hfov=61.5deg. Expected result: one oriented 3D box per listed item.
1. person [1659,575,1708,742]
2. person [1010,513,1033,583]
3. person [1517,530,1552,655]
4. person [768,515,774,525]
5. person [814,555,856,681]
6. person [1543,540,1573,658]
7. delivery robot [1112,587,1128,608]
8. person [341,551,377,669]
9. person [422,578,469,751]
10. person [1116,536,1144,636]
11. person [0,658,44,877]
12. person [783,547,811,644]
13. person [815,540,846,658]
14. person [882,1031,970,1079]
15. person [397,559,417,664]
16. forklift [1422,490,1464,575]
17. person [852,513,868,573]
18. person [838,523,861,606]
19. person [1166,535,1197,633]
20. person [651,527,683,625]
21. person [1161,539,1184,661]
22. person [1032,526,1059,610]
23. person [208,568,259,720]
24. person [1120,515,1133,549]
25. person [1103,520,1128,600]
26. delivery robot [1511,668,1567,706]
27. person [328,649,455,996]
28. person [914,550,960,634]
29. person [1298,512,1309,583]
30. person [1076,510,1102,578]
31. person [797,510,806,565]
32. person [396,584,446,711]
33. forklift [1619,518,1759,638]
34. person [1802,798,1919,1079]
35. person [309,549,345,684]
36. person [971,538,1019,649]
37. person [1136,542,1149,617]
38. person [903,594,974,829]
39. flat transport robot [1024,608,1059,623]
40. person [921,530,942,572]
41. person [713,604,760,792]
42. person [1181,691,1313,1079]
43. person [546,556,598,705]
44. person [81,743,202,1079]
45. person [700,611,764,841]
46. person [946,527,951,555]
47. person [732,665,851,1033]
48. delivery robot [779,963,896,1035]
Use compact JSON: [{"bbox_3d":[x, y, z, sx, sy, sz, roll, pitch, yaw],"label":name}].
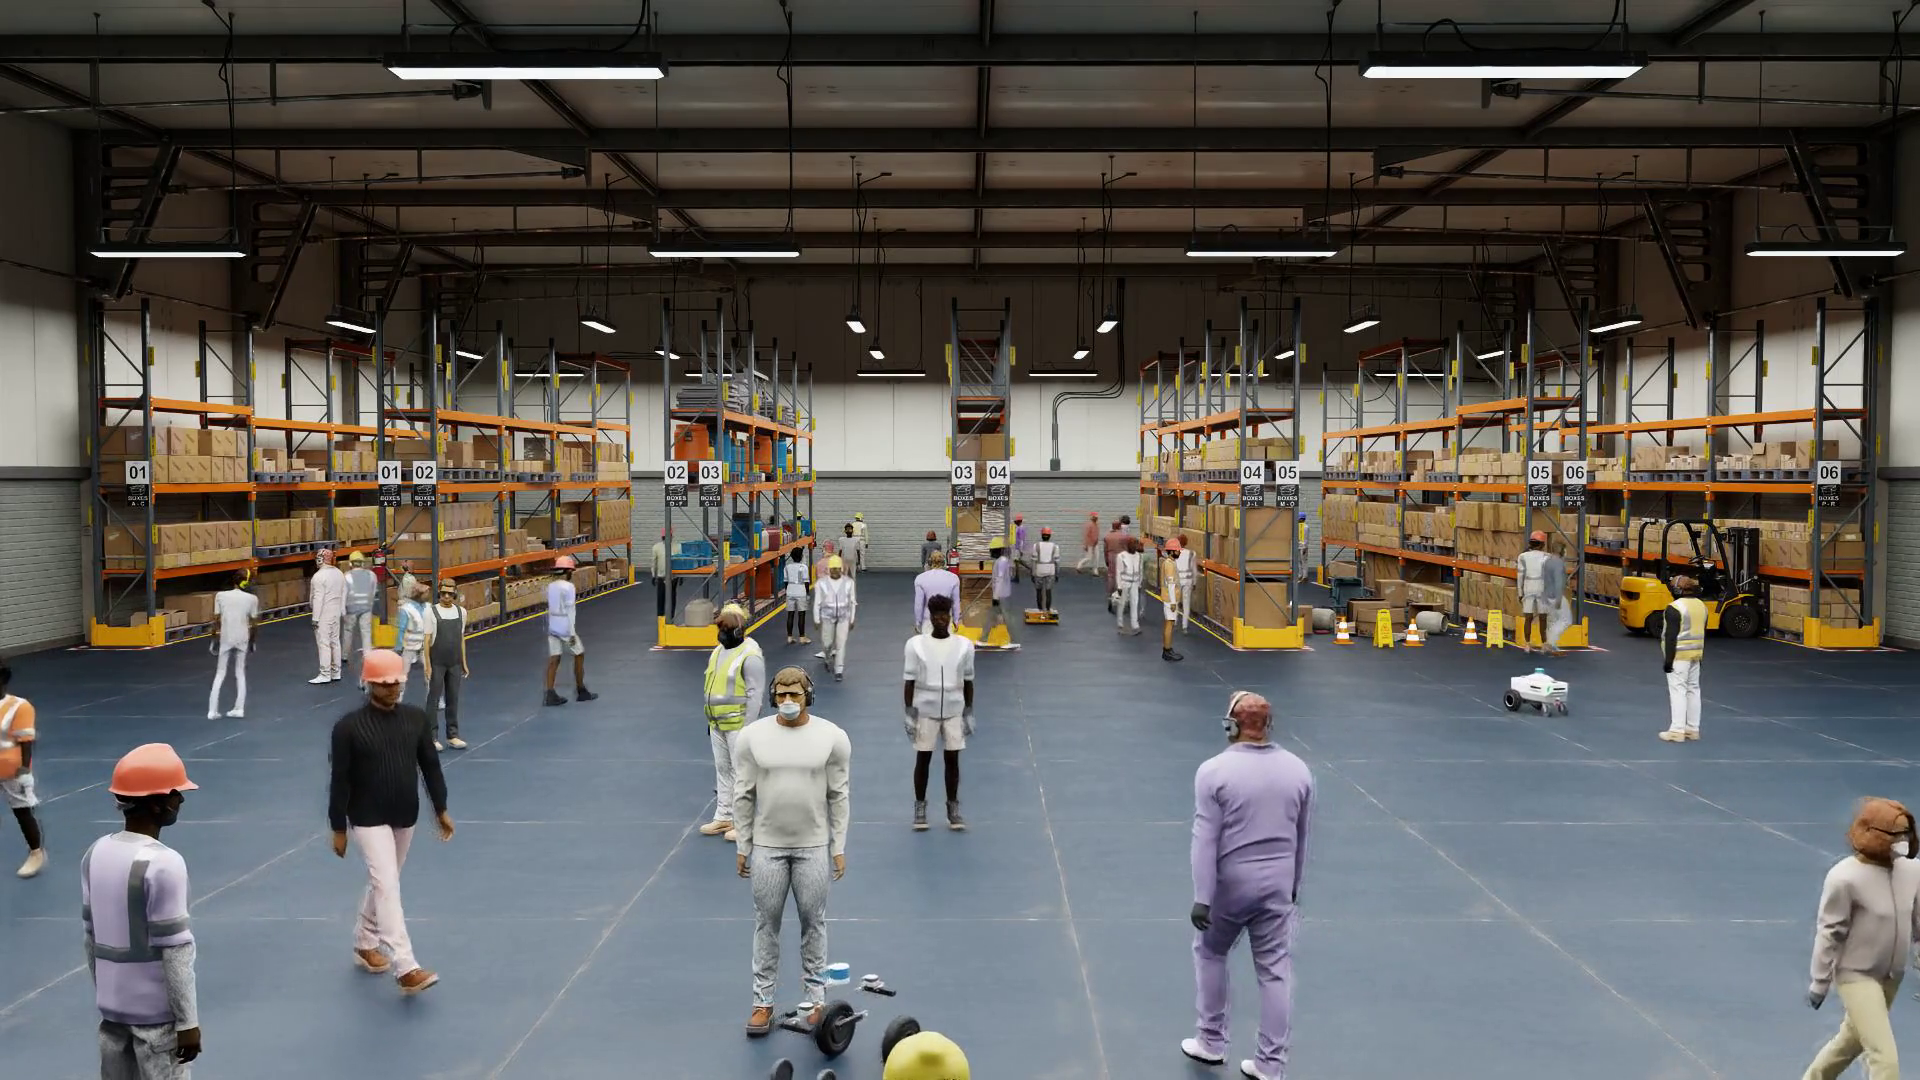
[{"bbox_3d":[8.052,1.312,18.000,0.621,1.836,0.430,-1,3,-33],"label":"person"},{"bbox_3d":[1.729,0.211,44.508,0.691,1.923,0.548,0,2,3],"label":"person"},{"bbox_3d":[9.515,0.862,26.640,0.607,2.045,0.390,2,3,39],"label":"person"},{"bbox_3d":[-5.251,0.243,44.405,0.886,1.876,0.611,-2,3,-43],"label":"person"},{"bbox_3d":[-1.812,1.111,23.339,0.593,1.809,0.625,0,2,-8],"label":"person"},{"bbox_3d":[9.634,0.954,26.036,0.430,1.906,0.684,0,2,2],"label":"person"},{"bbox_3d":[3.425,1.254,34.624,0.477,0.478,0.707,0,2,6],"label":"delivery robot"},{"bbox_3d":[-9.250,1.067,24.729,0.589,1.773,0.953,-2,3,-37],"label":"person"},{"bbox_3d":[-5.518,1.332,17.342,0.350,1.842,0.506,2,3,43],"label":"person"},{"bbox_3d":[3.124,0.847,29.791,0.599,1.826,1.011,-1,2,-20],"label":"person"},{"bbox_3d":[-6.885,1.655,11.578,0.540,1.652,0.857,0,2,1],"label":"person"},{"bbox_3d":[-2.849,0.972,28.229,0.567,1.695,0.317,1,3,30],"label":"person"},{"bbox_3d":[-2.137,0.949,26.195,0.401,1.904,0.650,2,3,36],"label":"person"},{"bbox_3d":[-0.085,1.921,3.468,0.527,1.765,0.329,-1,3,-31],"label":"person"},{"bbox_3d":[-8.612,1.119,25.189,0.306,1.639,0.524,0,2,-10],"label":"person"},{"bbox_3d":[13.926,-0.371,47.846,1.873,2.768,1.129,0,2,0],"label":"forklift"},{"bbox_3d":[-3.063,0.080,49.038,0.588,1.827,0.404,1,2,18],"label":"person"},{"bbox_3d":[-2.503,0.555,36.549,0.536,1.869,0.314,0,2,-3],"label":"person"},{"bbox_3d":[4.162,0.817,30.384,0.579,1.830,0.978,0,2,3],"label":"person"},{"bbox_3d":[-5.711,0.716,31.474,0.651,1.942,0.994,0,2,-3],"label":"person"},{"bbox_3d":[3.400,0.947,25.821,0.356,1.937,0.552,0,2,2],"label":"person"},{"bbox_3d":[1.743,0.675,32.998,0.571,1.905,0.823,0,2,-3],"label":"person"},{"bbox_3d":[-8.805,1.255,19.583,0.563,1.827,0.373,-1,2,-19],"label":"person"},{"bbox_3d":[4.739,0.201,45.914,0.520,1.829,0.652,0,2,-8],"label":"person"},{"bbox_3d":[3.689,0.480,37.906,0.651,1.910,0.409,2,3,40],"label":"person"},{"bbox_3d":[7.177,1.834,20.009,0.477,0.478,0.707,-1,2,-22],"label":"delivery robot"},{"bbox_3d":[-3.294,1.600,9.360,1.030,1.940,0.609,2,3,37],"label":"person"},{"bbox_3d":[-0.311,1.102,21.897,0.636,1.939,0.363,0,2,-12],"label":"person"},{"bbox_3d":[9.424,0.201,44.488,0.386,1.947,0.601,0,2,-7],"label":"person"},{"bbox_3d":[3.748,0.113,46.500,0.715,1.973,0.620,2,3,41],"label":"person"},{"bbox_3d":[-4.735,0.087,47.650,0.383,1.923,0.590,-1,3,-30],"label":"person"},{"bbox_3d":[-6.688,1.348,19.971,0.772,1.598,0.611,1,3,32],"label":"person"},{"bbox_3d":[13.417,0.684,29.791,2.313,2.155,1.214,0,2,0],"label":"forklift"},{"bbox_3d":[3.875,1.871,6.916,0.497,1.587,0.854,-1,2,-21],"label":"person"},{"bbox_3d":[-9.022,1.077,22.936,0.409,1.907,0.651,0,2,10],"label":"person"},{"bbox_3d":[0.568,0.912,27.314,0.943,1.880,0.611,0,2,-7],"label":"person"},{"bbox_3d":[3.659,0.806,33.296,0.506,1.609,0.705,0,2,0],"label":"person"},{"bbox_3d":[-0.176,1.423,13.493,0.611,1.963,0.362,0,2,-9],"label":"person"},{"bbox_3d":[1.640,1.521,32.585,0.652,0.197,1.431,0,2,1],"label":"flat transport robot"},{"bbox_3d":[-0.677,0.588,38.604,0.500,1.636,0.279,0,2,5],"label":"person"},{"bbox_3d":[-2.058,1.474,14.877,0.580,1.755,0.331,2,3,40],"label":"person"},{"bbox_3d":[1.368,1.680,7.965,0.680,1.880,0.754,-1,2,-19],"label":"person"},{"bbox_3d":[-5.029,1.160,20.849,0.558,1.902,0.835,2,3,40],"label":"person"},{"bbox_3d":[-3.039,1.731,6.073,0.551,1.936,0.356,1,3,31],"label":"person"},{"bbox_3d":[-1.866,1.498,13.145,0.429,1.844,0.627,-2,3,-43],"label":"person"},{"bbox_3d":[-0.132,0.217,45.297,0.516,1.854,0.649,1,2,24],"label":"person"},{"bbox_3d":[-0.894,1.631,8.588,0.630,1.940,0.372,0,2,-3],"label":"person"},{"bbox_3d":[-0.588,2.188,7.876,0.335,0.223,0.698,1,3,34],"label":"delivery robot"}]
